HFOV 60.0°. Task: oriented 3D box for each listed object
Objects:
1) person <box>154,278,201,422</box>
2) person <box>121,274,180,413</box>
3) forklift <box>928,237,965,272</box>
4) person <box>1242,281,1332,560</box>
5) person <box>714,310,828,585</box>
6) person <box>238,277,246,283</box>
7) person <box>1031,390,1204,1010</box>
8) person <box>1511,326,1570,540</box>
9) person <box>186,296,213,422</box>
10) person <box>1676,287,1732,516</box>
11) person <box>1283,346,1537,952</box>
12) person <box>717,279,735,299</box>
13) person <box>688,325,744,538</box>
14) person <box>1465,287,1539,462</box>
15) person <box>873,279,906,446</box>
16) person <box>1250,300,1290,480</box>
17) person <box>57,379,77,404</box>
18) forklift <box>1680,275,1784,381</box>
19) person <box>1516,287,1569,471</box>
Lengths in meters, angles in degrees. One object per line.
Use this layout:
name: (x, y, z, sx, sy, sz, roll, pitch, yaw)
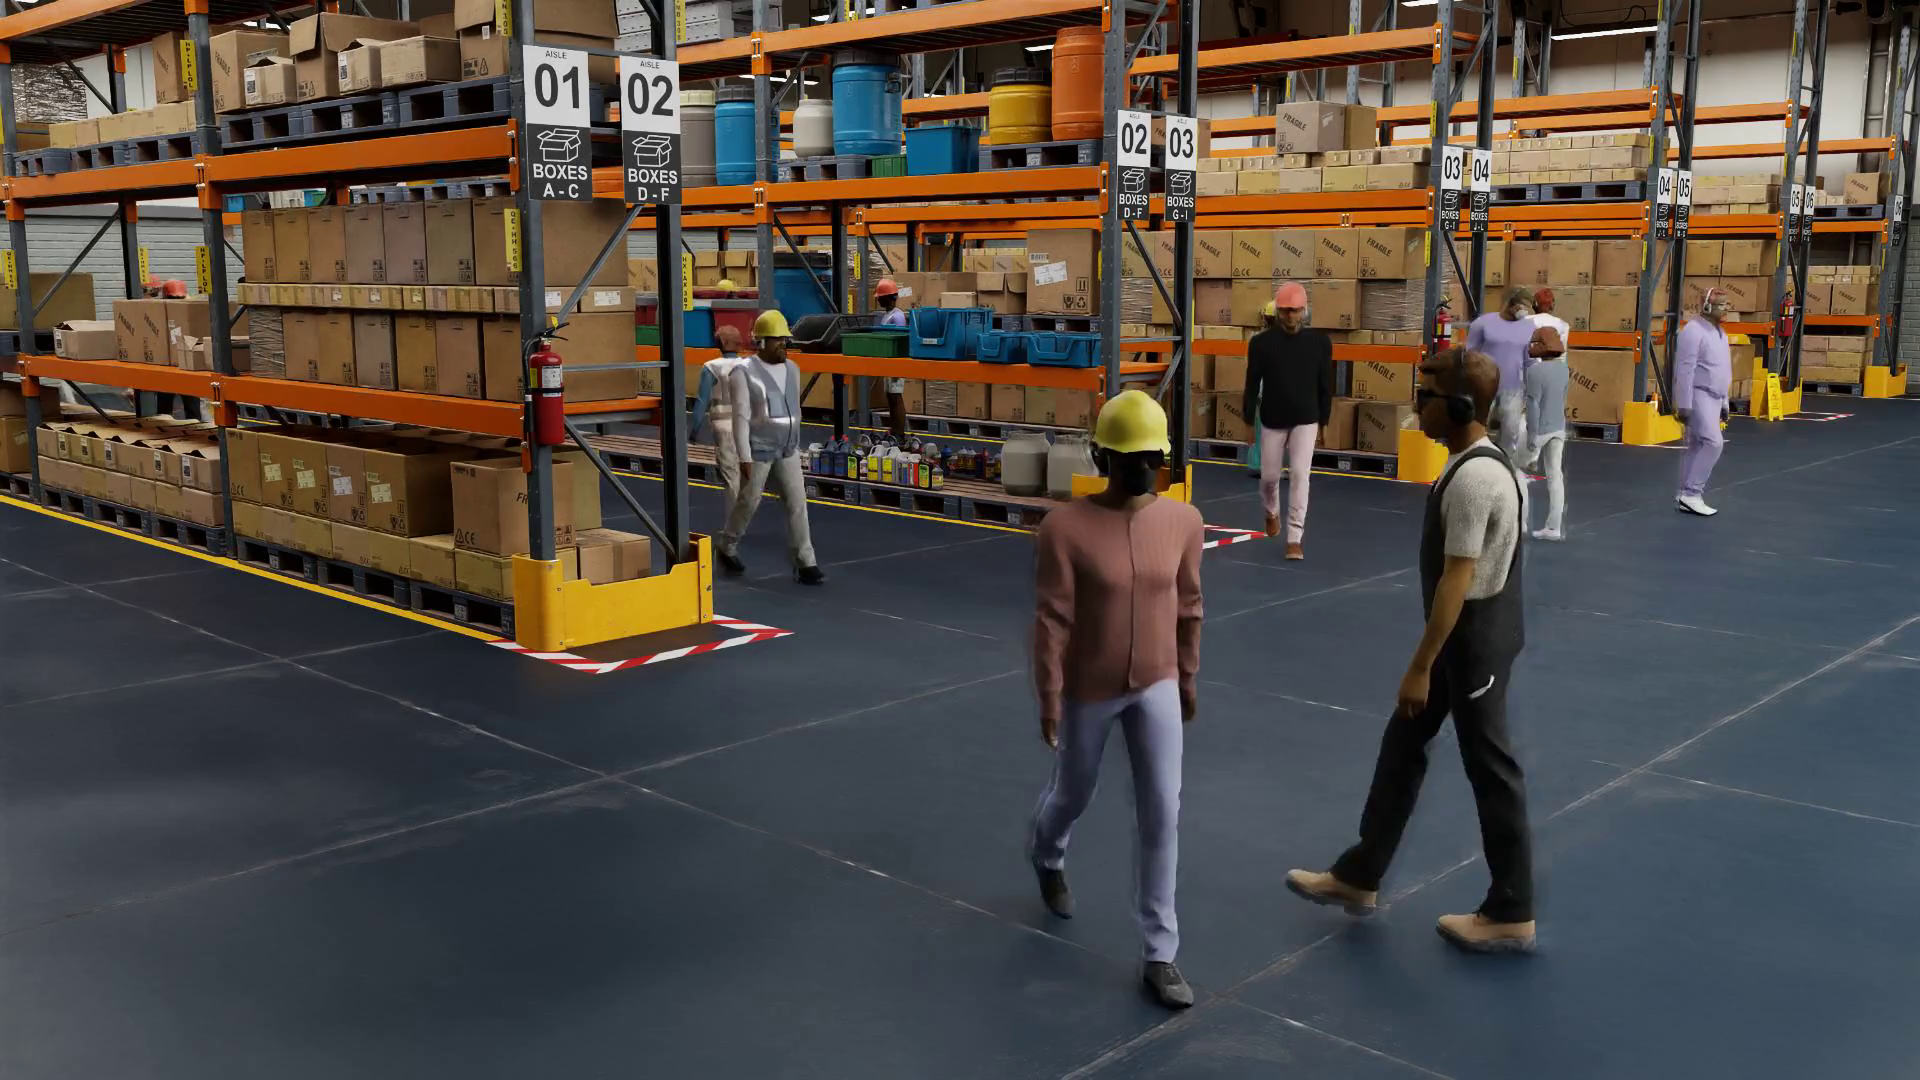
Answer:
person: (-8.144, -1.722, 17.210, 0.956, 1.966, 0.608, 9, 13, 42)
person: (-11.539, -2.779, 23.628, 0.632, 1.975, 0.629, -9, 13, -42)
forklift: (-0.326, -5.817, 39.609, 1.129, 2.768, 1.873, 9, 13, 43)
person: (2.369, -0.886, 12.063, 0.631, 1.970, 0.818, 1, 9, 9)
person: (-1.297, -0.624, 10.993, 0.922, 1.794, 0.610, 8, 13, 42)
person: (-12.032, -3.494, 28.184, 0.391, 1.918, 0.587, -1, 9, -5)
person: (0.436, 0.401, 4.911, 0.539, 1.723, 0.873, -2, 10, -15)
person: (4.401, -0.823, 12.721, 0.516, 1.607, 0.629, -6, 11, -31)
person: (-8.567, -1.844, 18.505, 0.950, 1.767, 0.604, 5, 10, 27)
person: (6.230, -1.136, 13.786, 0.670, 1.891, 0.507, -9, 13, -44)
person: (1.378, 0.334, 5.017, 0.865, 1.812, 0.533, 2, 10, 14)
person: (-3.028, -2.417, 21.587, 0.613, 1.908, 0.472, -9, 13, -44)
person: (-1.803, -0.836, 12.790, 0.527, 1.621, 0.537, 9, 13, 42)
person: (4.824, -1.337, 15.072, 0.776, 1.900, 0.373, 2, 10, 13)
person: (-0.796, -1.998, 18.974, 0.375, 1.930, 0.542, -3, 10, -16)
person: (3.102, -1.453, 16.186, 0.606, 1.749, 0.536, 4, 10, 23)
person: (-12.288, -2.561, 22.756, 0.980, 1.831, 0.520, 7, 12, 38)
forklift: (12.480, -3.427, 27.053, 1.214, 2.155, 2.313, 9, 13, 43)
person: (5.887, -1.638, 16.990, 0.627, 1.858, 0.443, 0, 9, -3)
